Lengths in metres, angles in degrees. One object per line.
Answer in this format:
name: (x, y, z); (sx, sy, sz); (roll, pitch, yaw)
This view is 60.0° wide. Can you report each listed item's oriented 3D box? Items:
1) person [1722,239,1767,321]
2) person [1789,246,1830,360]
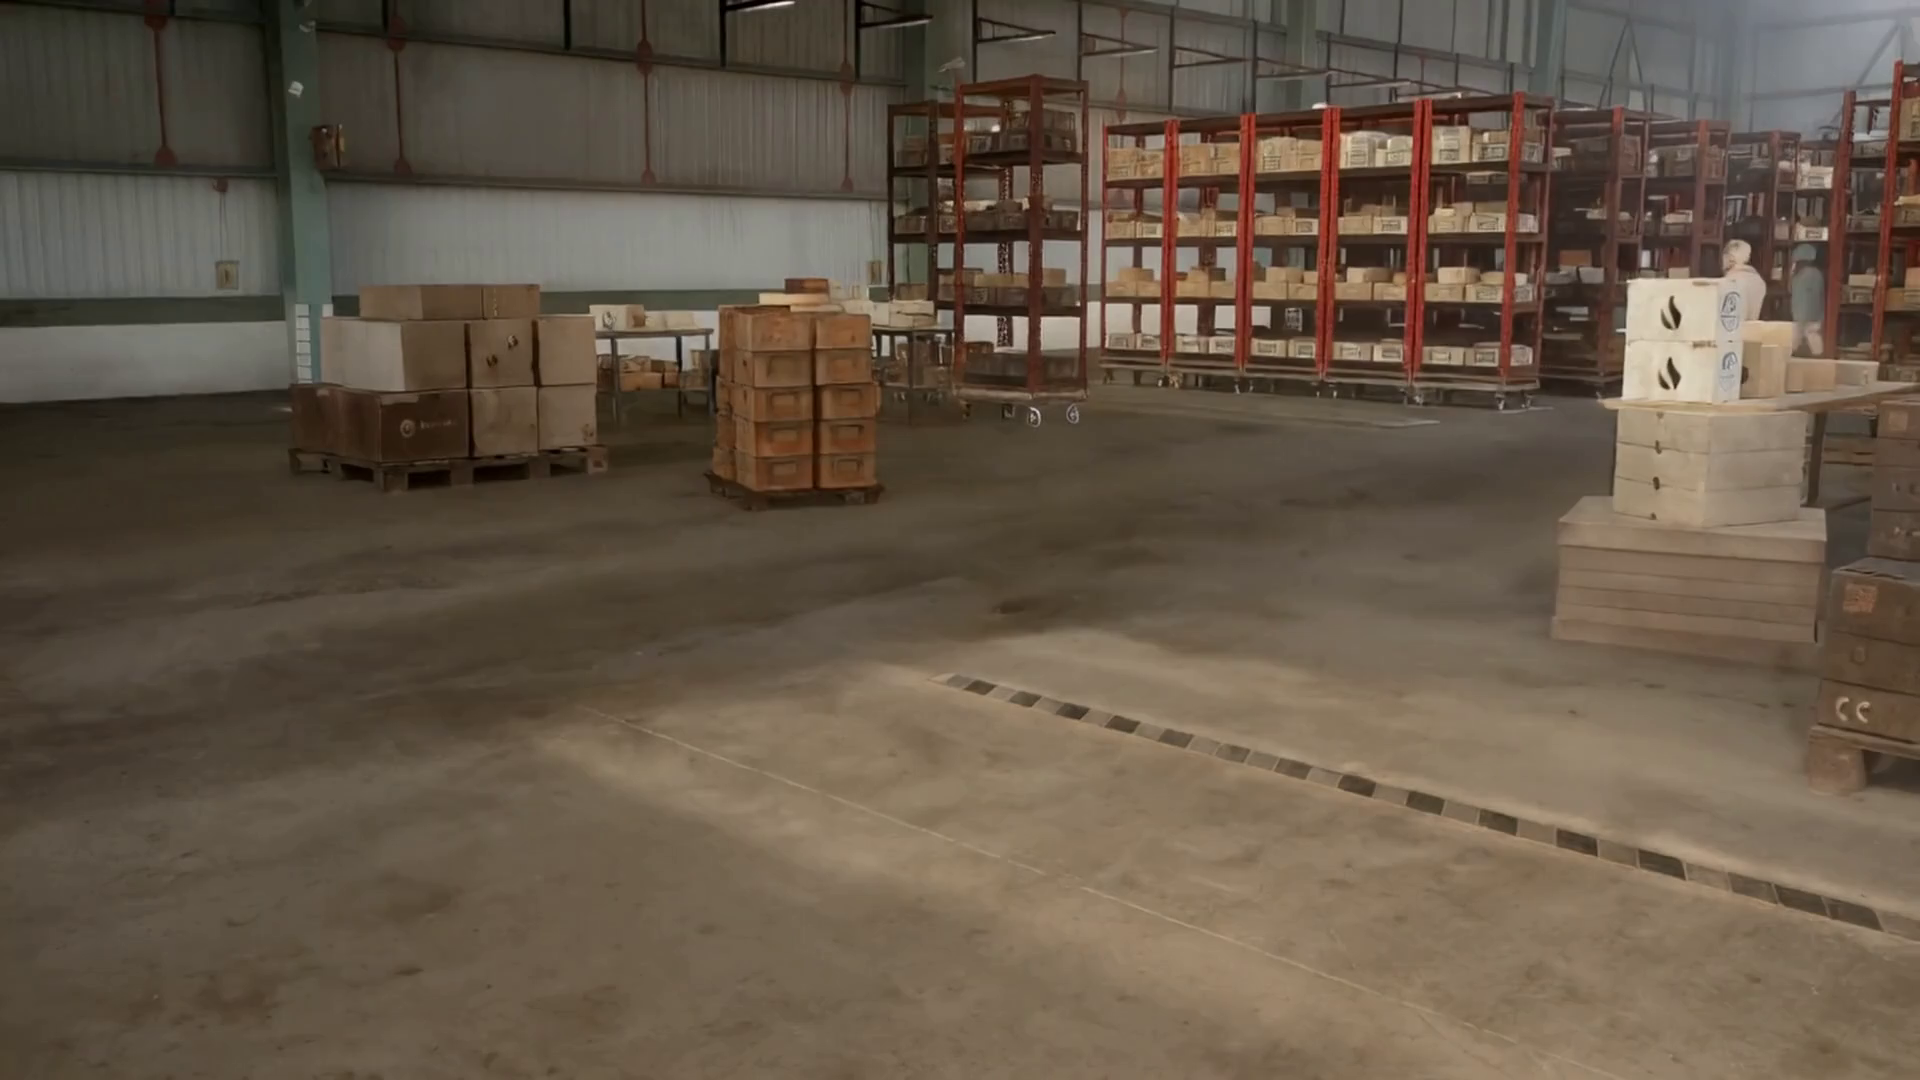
person: (6.899, -1.724, 14.902); (0.639, 1.909, 0.406); (-8, 12, -38)
person: (11.083, -2.878, 21.793); (1.045, 1.935, 0.621); (1, 9, 6)
